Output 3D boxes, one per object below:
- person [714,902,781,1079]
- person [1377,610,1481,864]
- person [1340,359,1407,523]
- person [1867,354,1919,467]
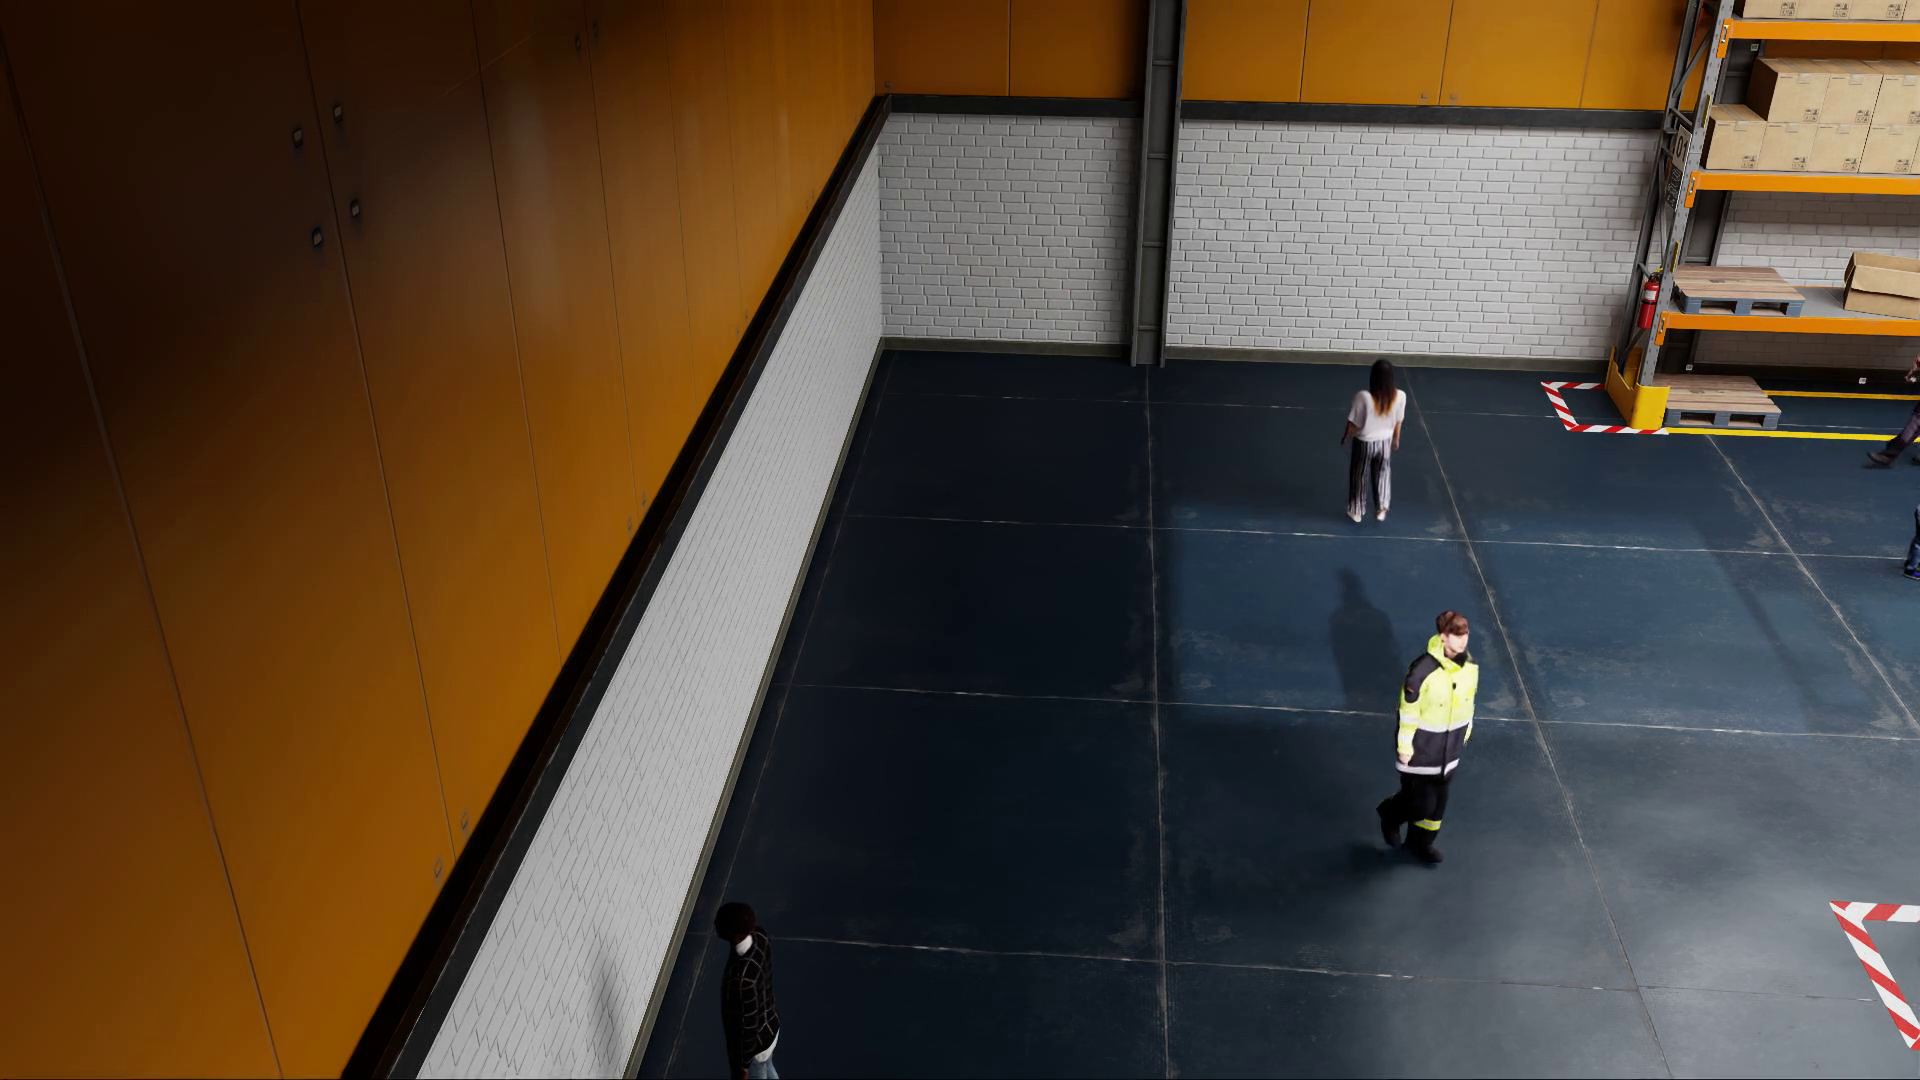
[{"bbox_3d":[-1.117,2.685,9.021,0.519,1.818,0.665,2,29,4],"label":"person"},{"bbox_3d":[3.175,1.306,11.387,0.927,1.972,1.009,-15,32,-25],"label":"person"},{"bbox_3d":[3.917,-0.909,15.761,0.645,1.672,0.808,-4,29,-6],"label":"person"},{"bbox_3d":[9.993,-1.569,16.821,1.031,1.816,0.733,2,29,4],"label":"person"}]
